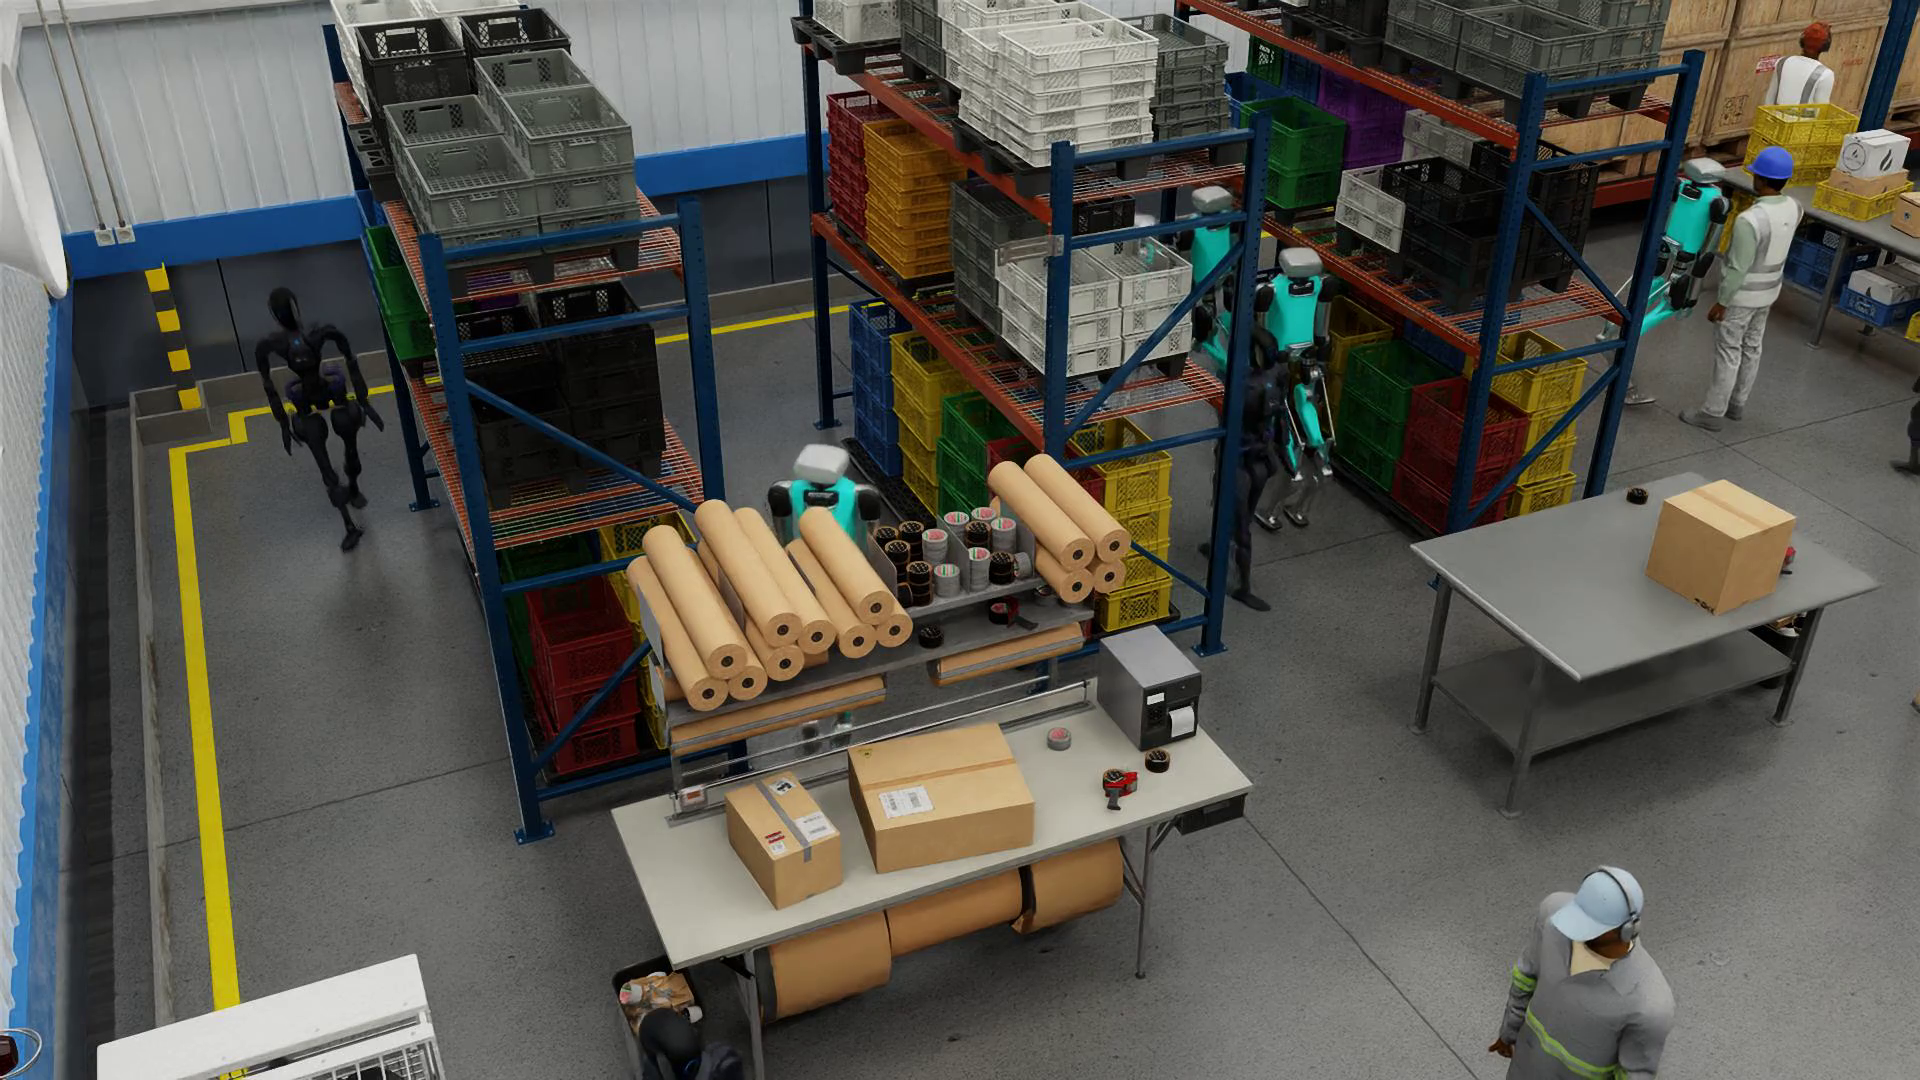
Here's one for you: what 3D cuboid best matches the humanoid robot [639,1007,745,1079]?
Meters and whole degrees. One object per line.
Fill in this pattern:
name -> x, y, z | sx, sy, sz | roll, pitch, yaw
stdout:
humanoid robot -> -0.908, 2.076, 5.262 | 0.589, 1.637, 0.589 | 22, 38, 32

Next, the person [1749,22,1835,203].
person -> 6.953, -3.374, 13.908 | 0.346, 1.883, 0.582 | -14, 34, -22

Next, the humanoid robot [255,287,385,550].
humanoid robot -> -3.807, -0.791, 9.976 | 0.619, 1.627, 0.786 | -11, 33, -17

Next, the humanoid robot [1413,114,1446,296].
humanoid robot -> 3.610, -2.511, 12.712 | 0.385, 1.646, 0.601 | 3, 32, 5

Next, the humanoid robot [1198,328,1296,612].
humanoid robot -> 1.644, -0.446, 9.395 | 0.599, 1.640, 0.704 | -24, 39, -33

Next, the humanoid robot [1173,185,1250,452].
humanoid robot -> 1.776, -1.359, 10.757 | 0.564, 1.739, 0.851 | -20, 37, -29

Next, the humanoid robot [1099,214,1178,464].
humanoid robot -> 1.063, -1.302, 10.699 | 0.531, 1.783, 0.847 | -1, 32, -1

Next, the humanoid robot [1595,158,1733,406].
humanoid robot -> 4.673, -1.727, 11.281 | 0.740, 1.689, 0.530 | -10, 33, -16

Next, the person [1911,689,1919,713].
person -> 5.238, 0.056, 8.192 | 0.613, 2.039, 0.389 | -12, 33, -18

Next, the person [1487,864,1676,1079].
person -> 1.999, 1.790, 5.555 | 0.387, 1.851, 0.587 | -13, 34, -20

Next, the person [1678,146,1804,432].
person -> 5.212, -1.650, 11.049 | 0.603, 1.948, 0.402 | -20, 37, -29

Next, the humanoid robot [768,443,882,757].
humanoid robot -> -0.639, 0.519, 7.840 | 0.545, 1.907, 0.717 | 4, 32, 6

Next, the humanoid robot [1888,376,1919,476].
humanoid robot -> 6.334, -1.104, 10.424 | 0.616, 1.634, 0.439 | -6, 32, -10

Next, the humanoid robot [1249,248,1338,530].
humanoid robot -> 2.029, -0.827, 9.847 | 0.531, 1.731, 0.692 | -10, 33, -16
